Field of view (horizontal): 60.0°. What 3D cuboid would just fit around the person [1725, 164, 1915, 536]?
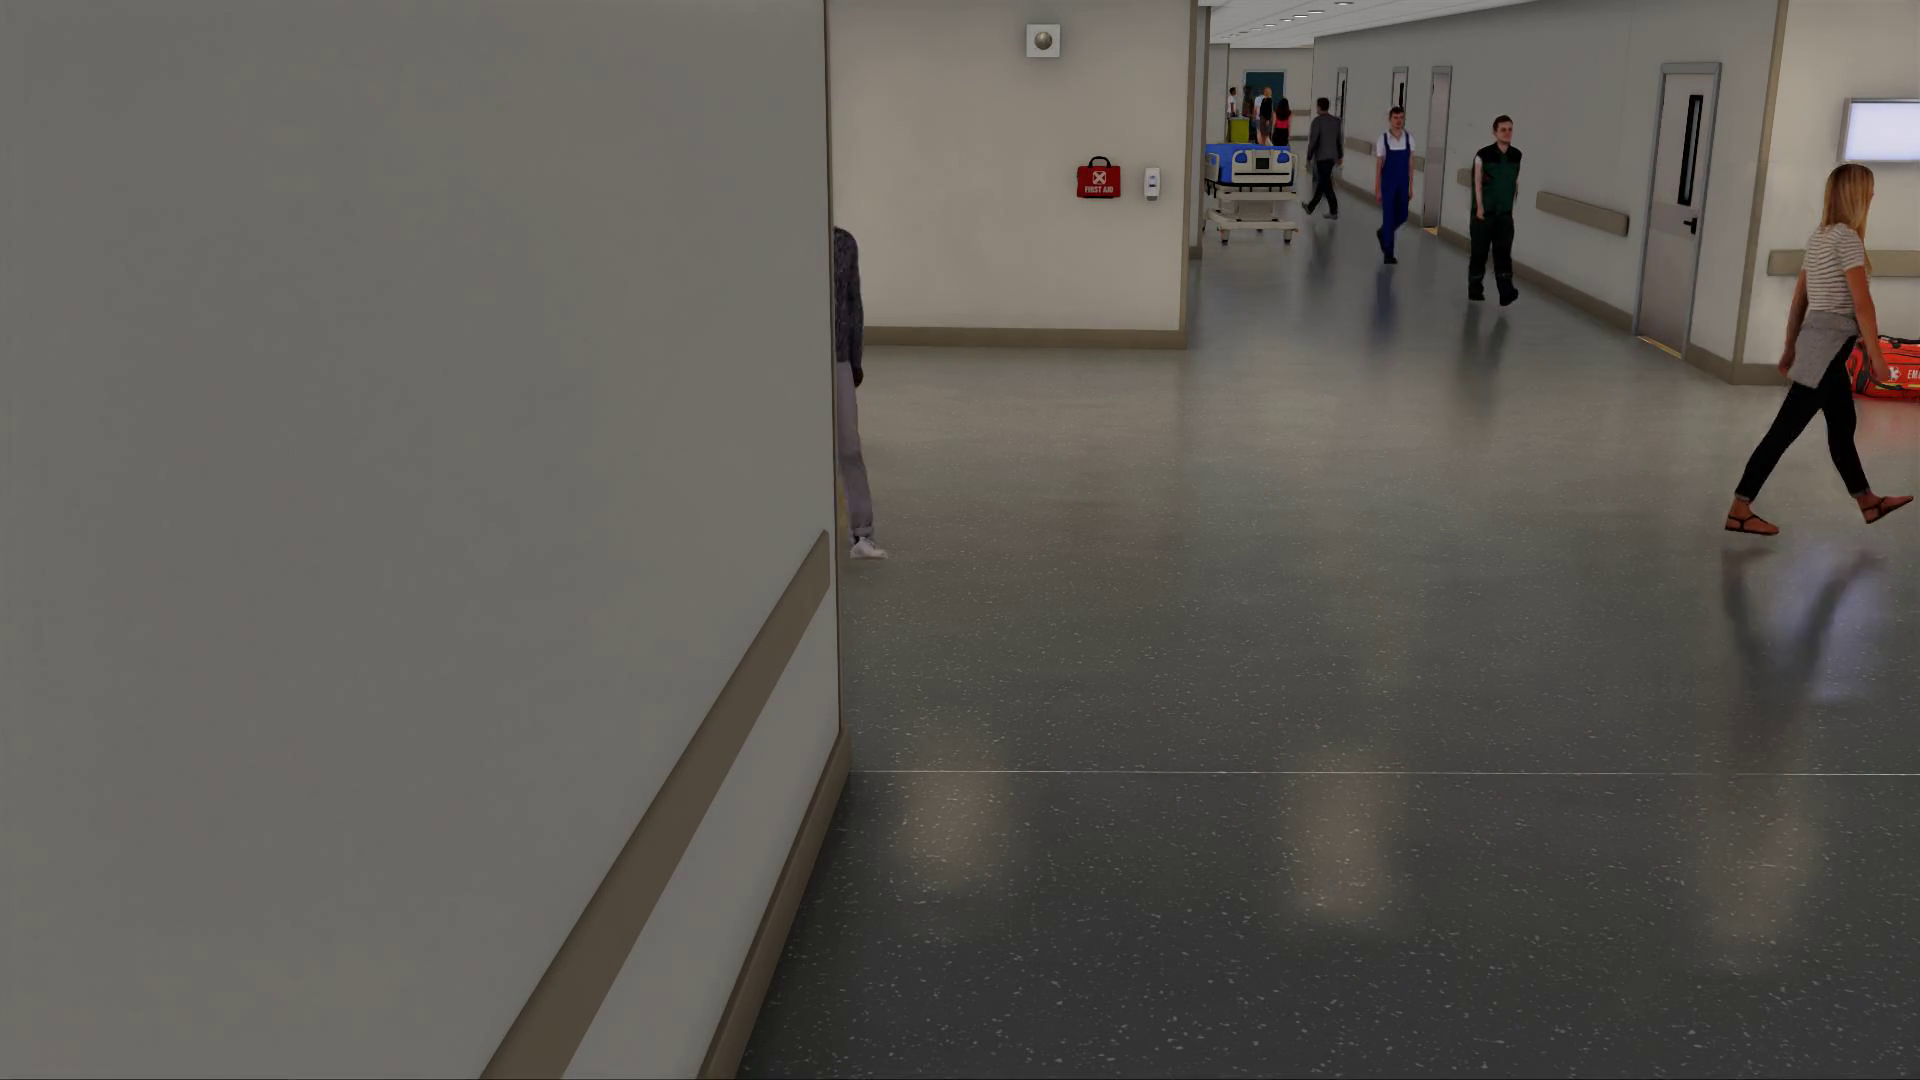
[{"bbox_3d":[4.048,-0.854,8.005,1.131,1.779,0.586,1,16,5],"label":"person"}]

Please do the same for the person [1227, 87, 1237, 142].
[{"bbox_3d":[9.055,-14.234,55.544,0.539,1.735,0.637,0,16,1],"label":"person"}]

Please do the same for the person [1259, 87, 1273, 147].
[{"bbox_3d":[8.127,-11.095,44.213,0.689,1.843,0.684,-6,17,-21],"label":"person"}]

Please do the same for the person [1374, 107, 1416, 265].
[{"bbox_3d":[5.169,-4.237,19.912,0.972,1.830,0.812,-2,16,-6],"label":"person"}]

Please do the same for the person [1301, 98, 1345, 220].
[{"bbox_3d":[5.696,-5.837,25.627,1.213,1.808,1.192,-9,18,-29],"label":"person"}]

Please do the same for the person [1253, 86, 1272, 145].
[{"bbox_3d":[8.773,-12.230,48.293,0.788,1.812,0.734,1,16,4],"label":"person"}]

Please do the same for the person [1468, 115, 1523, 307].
[{"bbox_3d":[5.159,-3.182,16.233,1.097,1.791,0.813,-1,16,-4],"label":"person"}]

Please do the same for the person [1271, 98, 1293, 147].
[{"bbox_3d":[7.220,-9.058,37.355,0.766,1.643,0.651,1,16,4],"label":"person"}]
